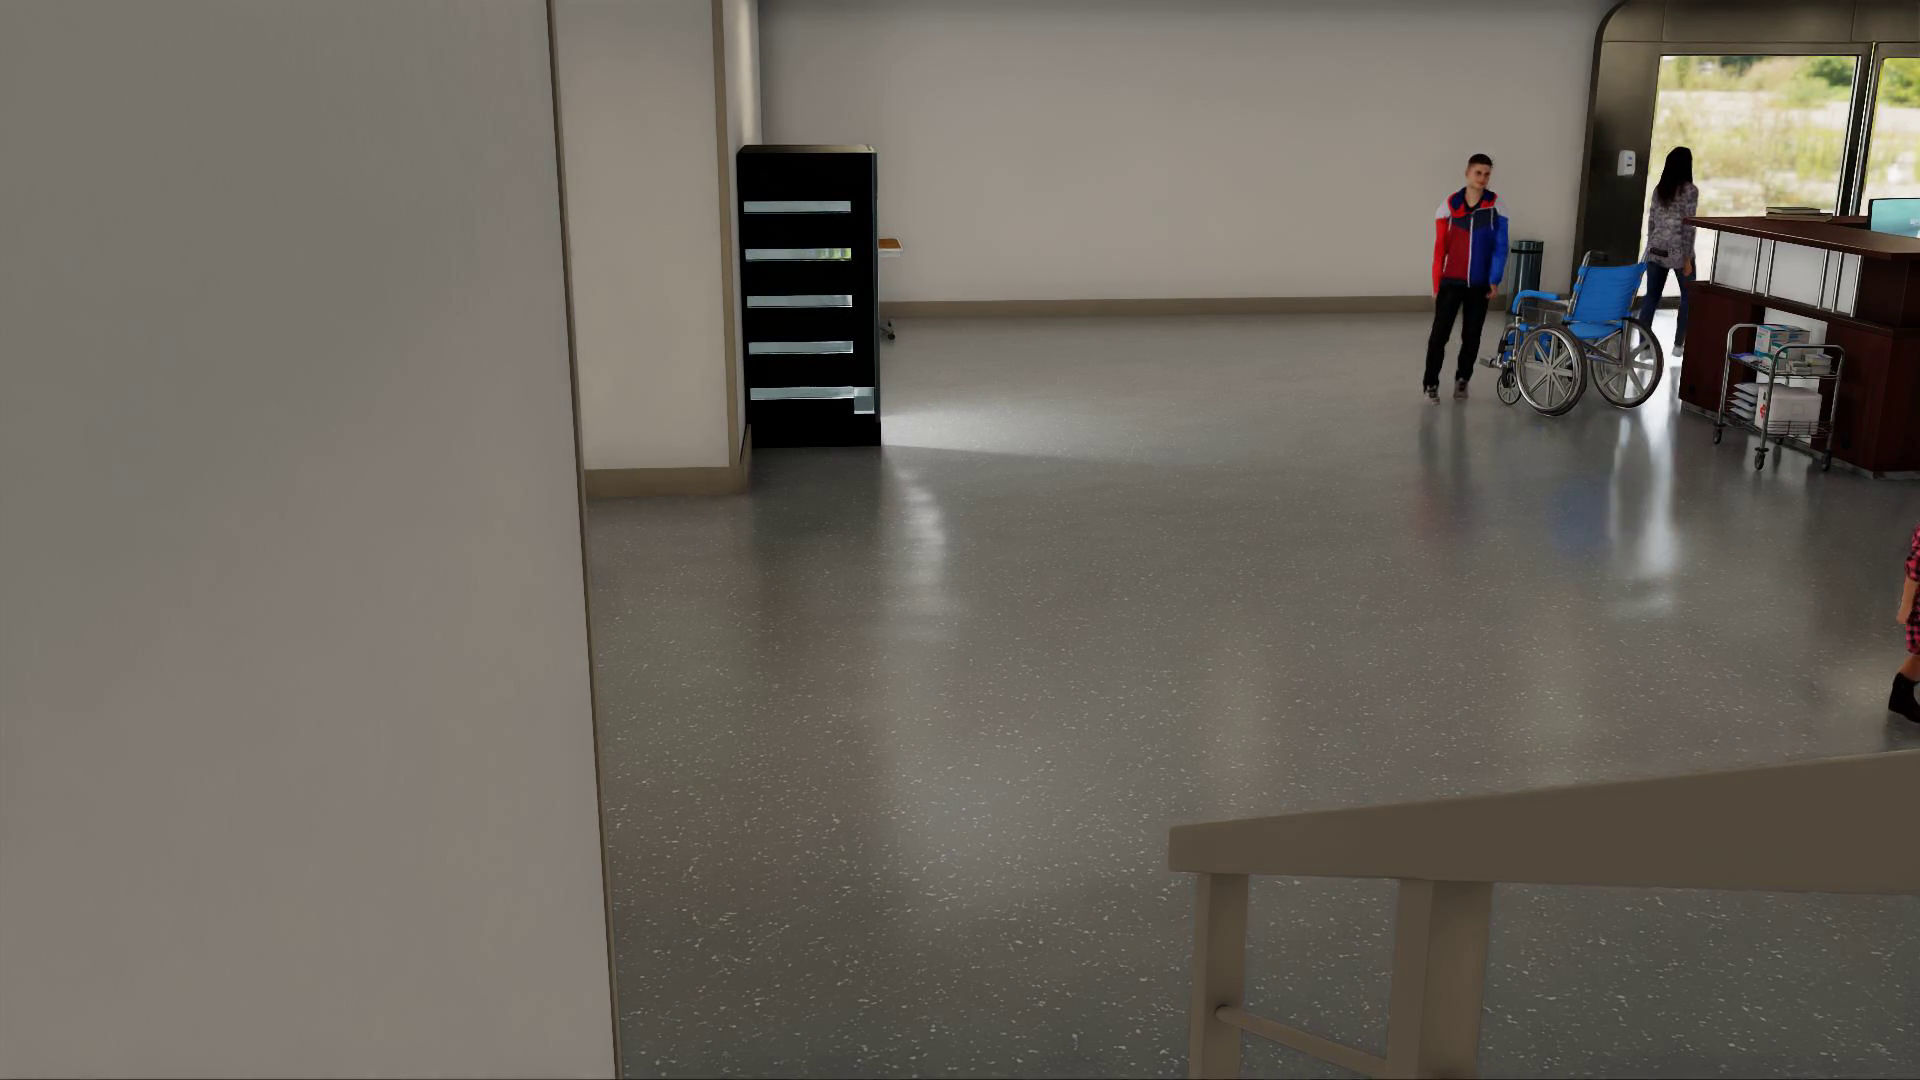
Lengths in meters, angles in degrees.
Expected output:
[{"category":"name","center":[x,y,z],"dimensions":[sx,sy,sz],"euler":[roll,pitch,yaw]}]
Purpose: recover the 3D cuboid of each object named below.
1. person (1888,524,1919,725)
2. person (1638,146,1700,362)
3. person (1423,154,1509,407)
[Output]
[{"category":"person","center":[3.479,0.197,5.947],"dimensions":[0.484,1.001,0.730],"euler":[-3,16,-12]},{"category":"person","center":[5.687,-2.292,13.469],"dimensions":[0.901,1.712,0.867],"euler":[-9,18,-30]},{"category":"person","center":[3.593,-1.829,11.783],"dimensions":[0.819,1.736,0.951],"euler":[5,17,18]}]
